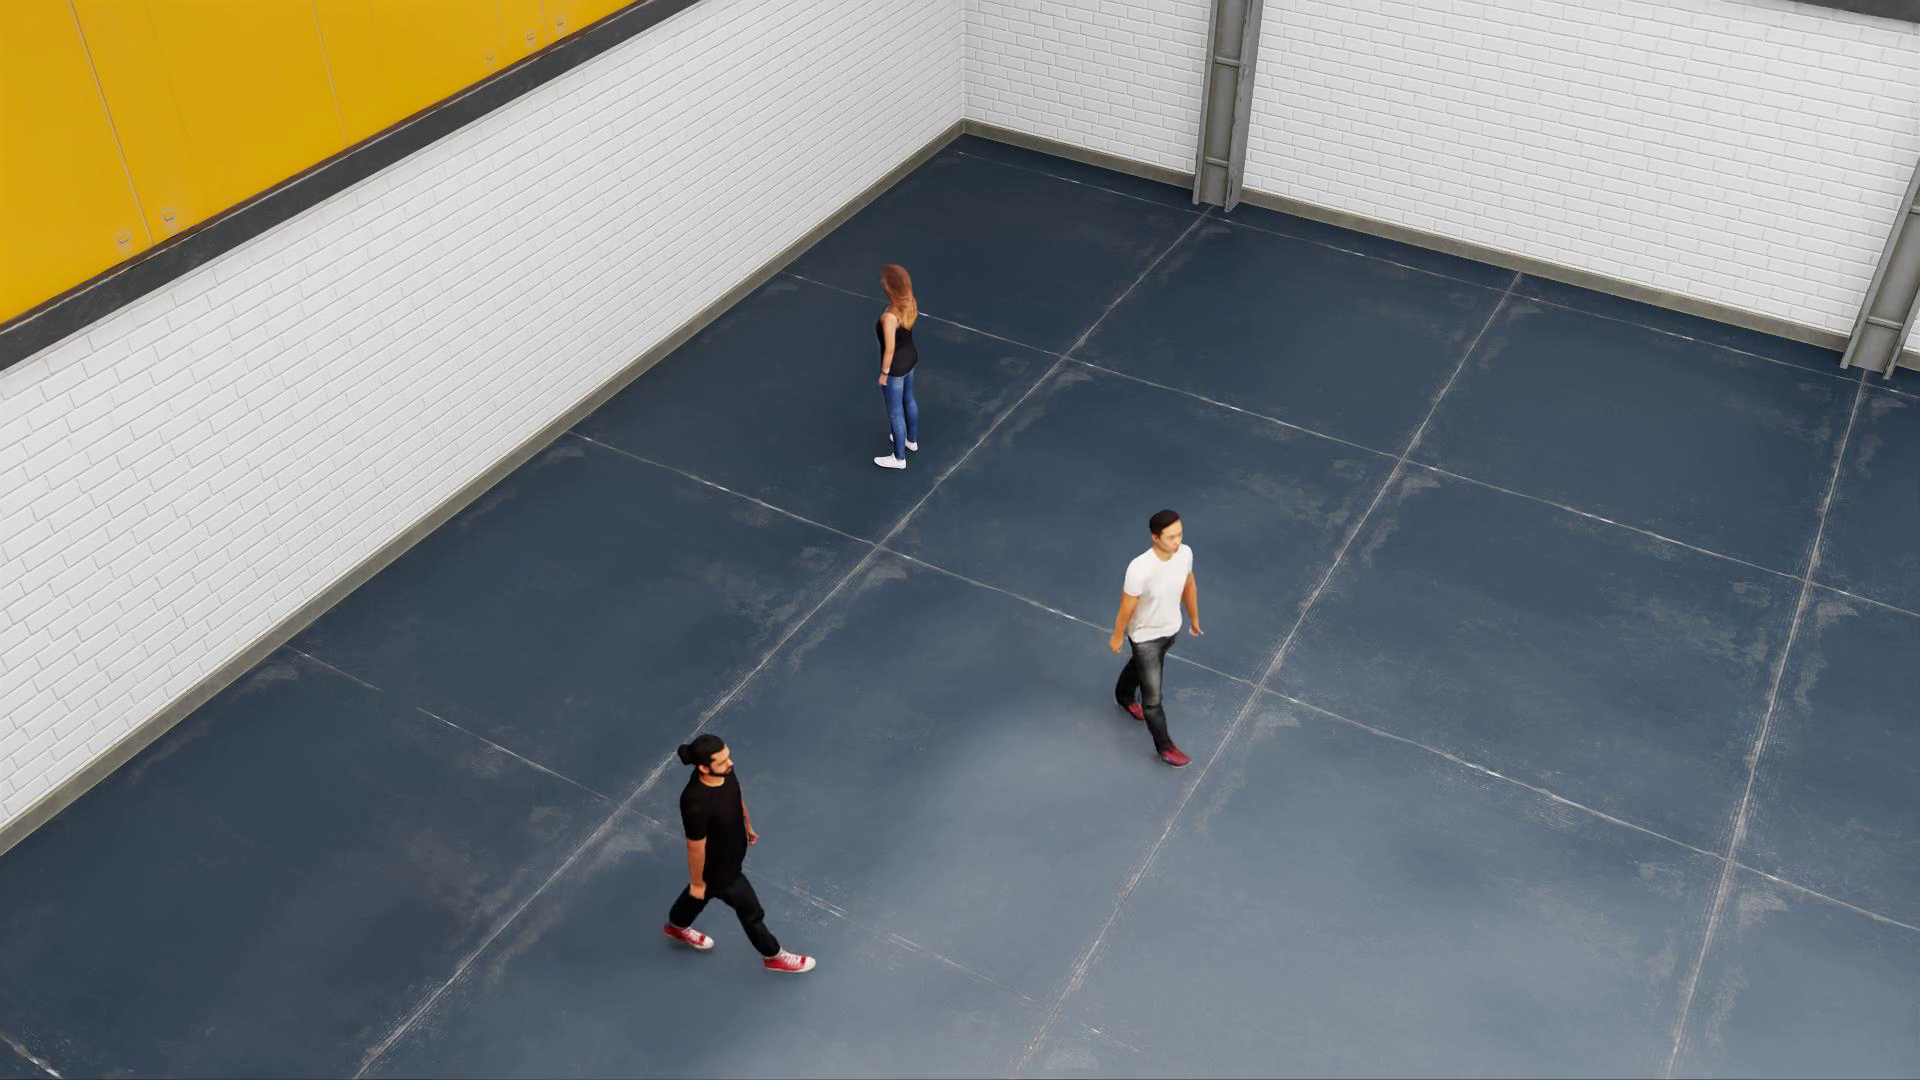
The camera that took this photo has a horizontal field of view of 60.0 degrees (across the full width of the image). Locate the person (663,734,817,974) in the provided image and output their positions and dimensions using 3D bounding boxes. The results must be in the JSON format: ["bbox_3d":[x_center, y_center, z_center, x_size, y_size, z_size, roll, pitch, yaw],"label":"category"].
[{"bbox_3d":[-1.357,1.671,8.861,1.216,1.717,0.919,6,39,8],"label":"person"}]

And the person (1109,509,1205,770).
[{"bbox_3d":[1.134,0.501,10.282,0.910,1.773,1.129,-28,46,-30],"label":"person"}]

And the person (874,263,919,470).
[{"bbox_3d":[-0.466,-1.332,12.617,0.572,1.724,0.621,14,41,17],"label":"person"}]
